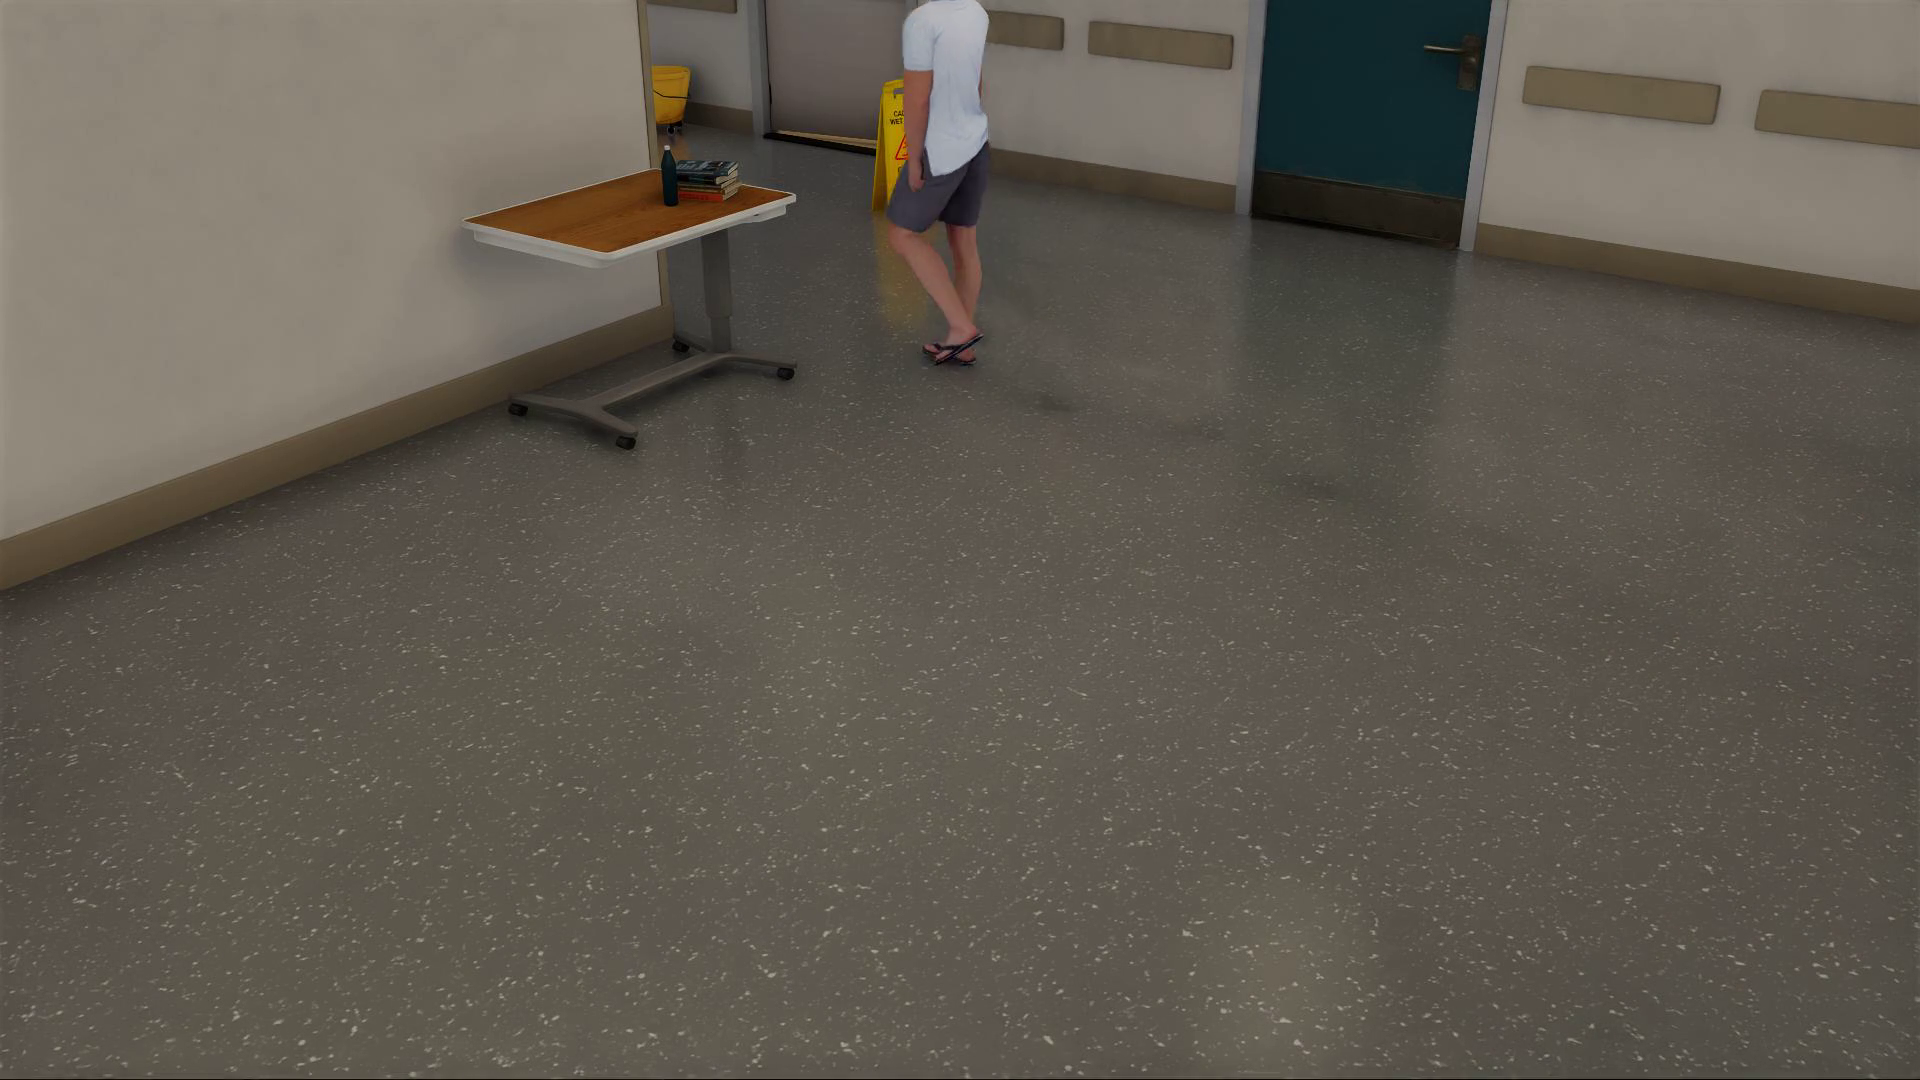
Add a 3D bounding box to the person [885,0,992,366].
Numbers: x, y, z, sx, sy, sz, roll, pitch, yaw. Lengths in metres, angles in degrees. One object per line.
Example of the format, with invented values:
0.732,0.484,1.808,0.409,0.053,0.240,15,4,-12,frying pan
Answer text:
0.012,-1.583,6.905,0.739,1.822,0.689,22,33,38,person
